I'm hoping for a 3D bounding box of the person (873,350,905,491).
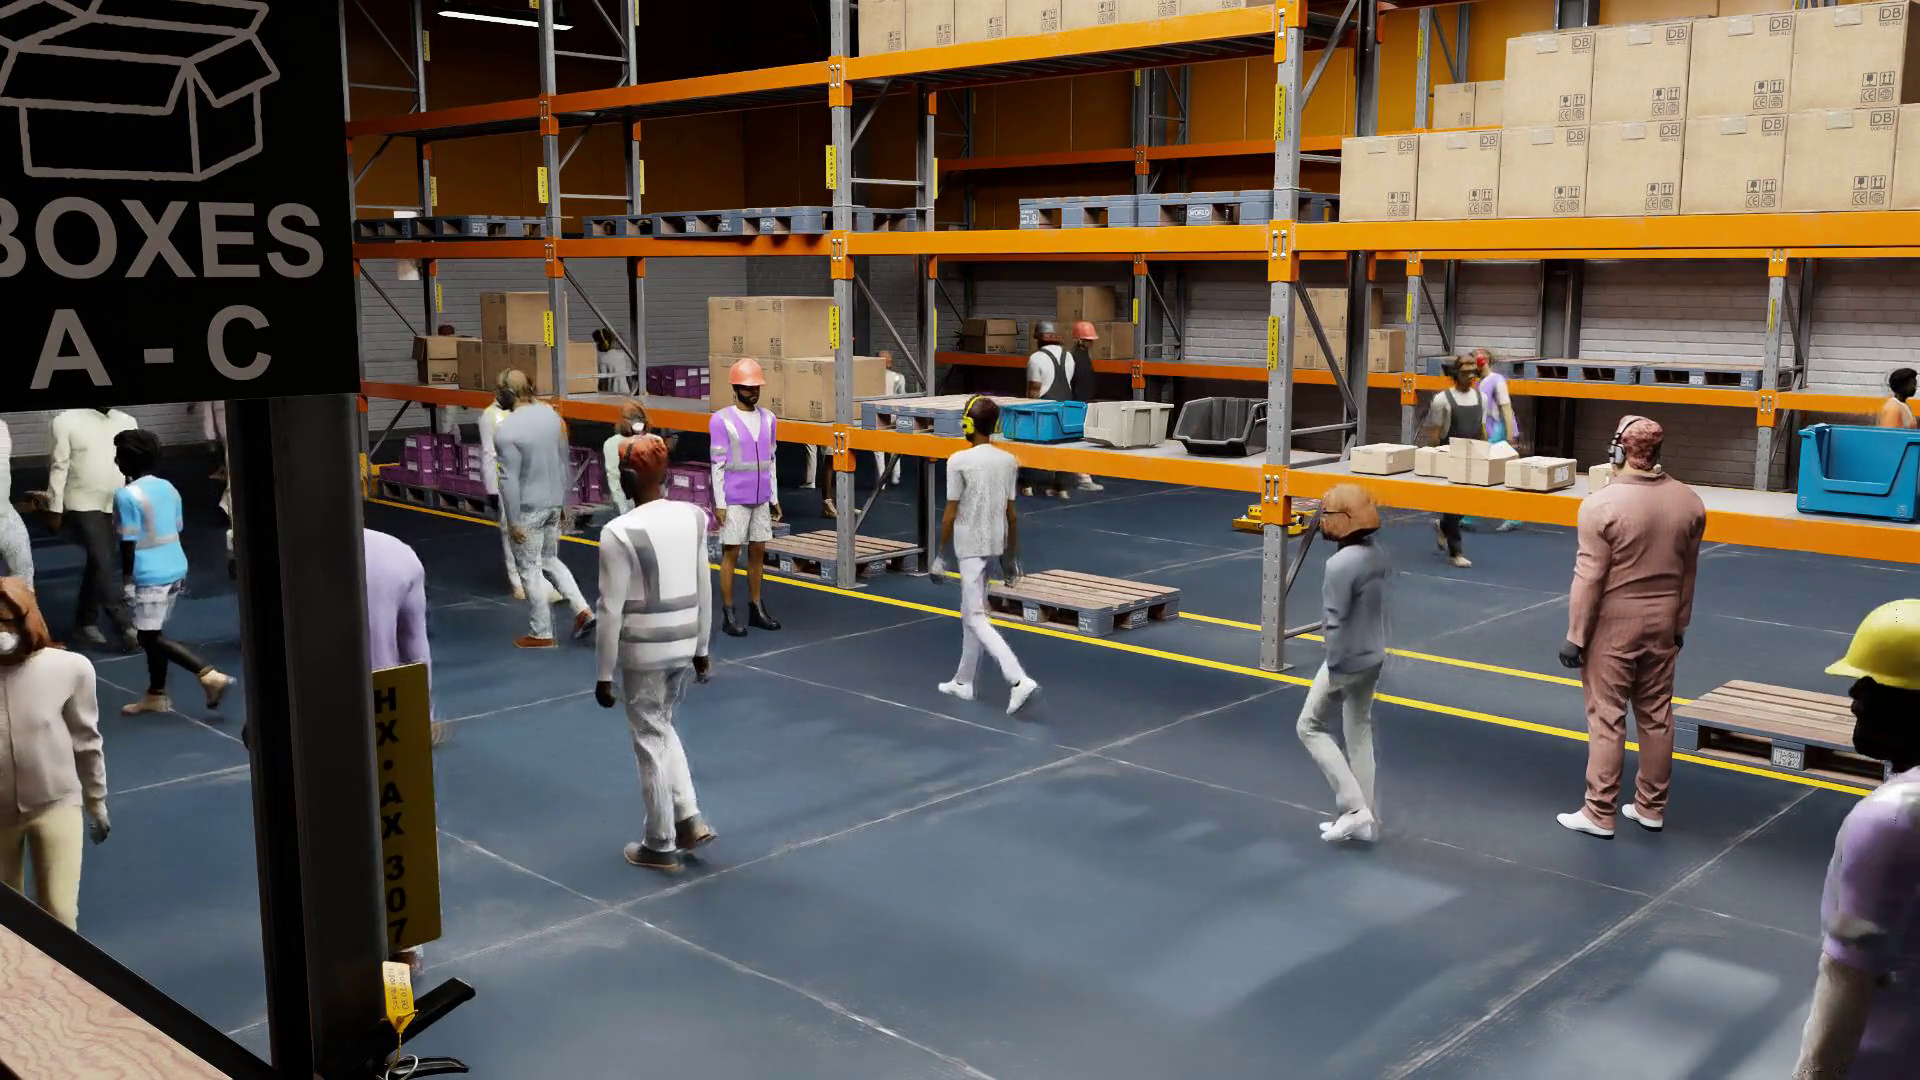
[{"bbox_3d":[-0.900,-1.402,19.419,0.513,1.611,0.720,-1,9,-6],"label":"person"}]

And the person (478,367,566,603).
[{"bbox_3d":[-3.290,-0.398,12.659,0.647,1.803,0.876,-6,11,-34],"label":"person"}]

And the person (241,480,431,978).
[{"bbox_3d":[-2.324,0.627,6.200,1.065,1.873,0.635,7,12,37],"label":"person"}]

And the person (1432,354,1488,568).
[{"bbox_3d":[4.297,-0.702,14.454,0.501,1.833,0.666,-2,10,-14],"label":"person"}]

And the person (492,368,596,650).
[{"bbox_3d":[-2.801,-0.192,11.097,0.590,1.911,0.652,4,10,21],"label":"person"}]

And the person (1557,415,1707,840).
[{"bbox_3d":[2.993,0.394,7.503,0.639,1.910,0.407,-3,10,-17],"label":"person"}]

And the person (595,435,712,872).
[{"bbox_3d":[-1.312,0.488,7.027,0.412,1.872,0.602,6,11,32],"label":"person"}]

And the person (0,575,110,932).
[{"bbox_3d":[-3.083,0.882,5.466,0.503,1.599,0.769,-5,10,-27],"label":"person"}]

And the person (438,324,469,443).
[{"bbox_3d":[-6.717,-1.886,21.685,0.588,1.851,0.948,5,10,27],"label":"person"}]

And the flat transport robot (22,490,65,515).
[{"bbox_3d":[-9.109,-0.390,17.313,1.431,0.197,0.652,7,12,37],"label":"flat transport robot"}]

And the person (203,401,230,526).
[{"bbox_3d":[-7.293,-1.089,16.722,0.662,1.871,0.900,2,9,12],"label":"person"}]

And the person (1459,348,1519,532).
[{"bbox_3d":[5.107,-0.963,16.195,0.812,1.786,0.645,1,9,5],"label":"person"}]

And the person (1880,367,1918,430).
[{"bbox_3d":[8.410,-0.732,15.076,0.542,1.682,0.624,-9,13,-43],"label":"person"}]

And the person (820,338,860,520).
[{"bbox_3d":[-1.240,-1.219,17.027,0.396,2.039,0.607,6,11,33],"label":"person"}]

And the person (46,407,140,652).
[{"bbox_3d":[-5.699,-0.221,11.166,1.011,1.937,0.629,5,10,27],"label":"person"}]

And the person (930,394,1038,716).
[{"bbox_3d":[0.149,0.083,9.631,0.522,1.845,0.879,-9,13,-43],"label":"person"}]

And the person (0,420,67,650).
[{"bbox_3d":[-6.539,-0.162,10.990,0.971,1.905,0.640,0,9,0],"label":"person"}]

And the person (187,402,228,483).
[{"bbox_3d":[-8.895,-1.677,19.899,0.734,1.992,0.832,1,9,4],"label":"person"}]

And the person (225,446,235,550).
[{"bbox_3d":[-4.457,-0.107,10.835,0.607,1.820,0.587,-8,12,-40],"label":"person"}]

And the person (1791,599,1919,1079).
[{"bbox_3d":[1.992,1.057,3.547,0.601,1.880,0.974,-9,13,-43],"label":"person"}]

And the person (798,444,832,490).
[{"bbox_3d":[-1.683,-1.399,19.327,0.511,1.637,0.307,-8,12,-41],"label":"person"}]

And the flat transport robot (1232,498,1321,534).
[{"bbox_3d":[3.385,-0.262,16.528,0.652,0.197,1.431,9,13,43],"label":"flat transport robot"}]

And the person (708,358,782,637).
[{"bbox_3d":[-1.487,-0.302,11.677,0.542,1.939,0.359,-8,13,-42],"label":"person"}]

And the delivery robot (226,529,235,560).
[{"bbox_3d":[-5.688,0.030,13.586,0.707,0.478,0.477,8,12,41],"label":"delivery robot"}]

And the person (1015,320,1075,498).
[{"bbox_3d":[0.915,-1.496,18.682,0.682,2.000,0.803,-7,12,-36],"label":"person"}]

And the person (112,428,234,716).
[{"bbox_3d":[-4.471,0.202,9.391,0.634,1.669,0.543,0,9,2],"label":"person"}]

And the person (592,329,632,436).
[{"bbox_3d":[-4.226,-1.682,20.459,0.534,1.830,0.537,4,10,21],"label":"person"}]

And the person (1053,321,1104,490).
[{"bbox_3d":[1.339,-1.549,19.255,0.616,1.967,0.625,3,10,16],"label":"person"}]

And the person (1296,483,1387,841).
[{"bbox_3d":[1.718,0.555,7.413,0.346,1.621,0.500,8,12,40],"label":"person"}]

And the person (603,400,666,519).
[{"bbox_3d":[-2.385,-0.246,12.399,0.499,1.583,0.879,-5,11,-30],"label":"person"}]
